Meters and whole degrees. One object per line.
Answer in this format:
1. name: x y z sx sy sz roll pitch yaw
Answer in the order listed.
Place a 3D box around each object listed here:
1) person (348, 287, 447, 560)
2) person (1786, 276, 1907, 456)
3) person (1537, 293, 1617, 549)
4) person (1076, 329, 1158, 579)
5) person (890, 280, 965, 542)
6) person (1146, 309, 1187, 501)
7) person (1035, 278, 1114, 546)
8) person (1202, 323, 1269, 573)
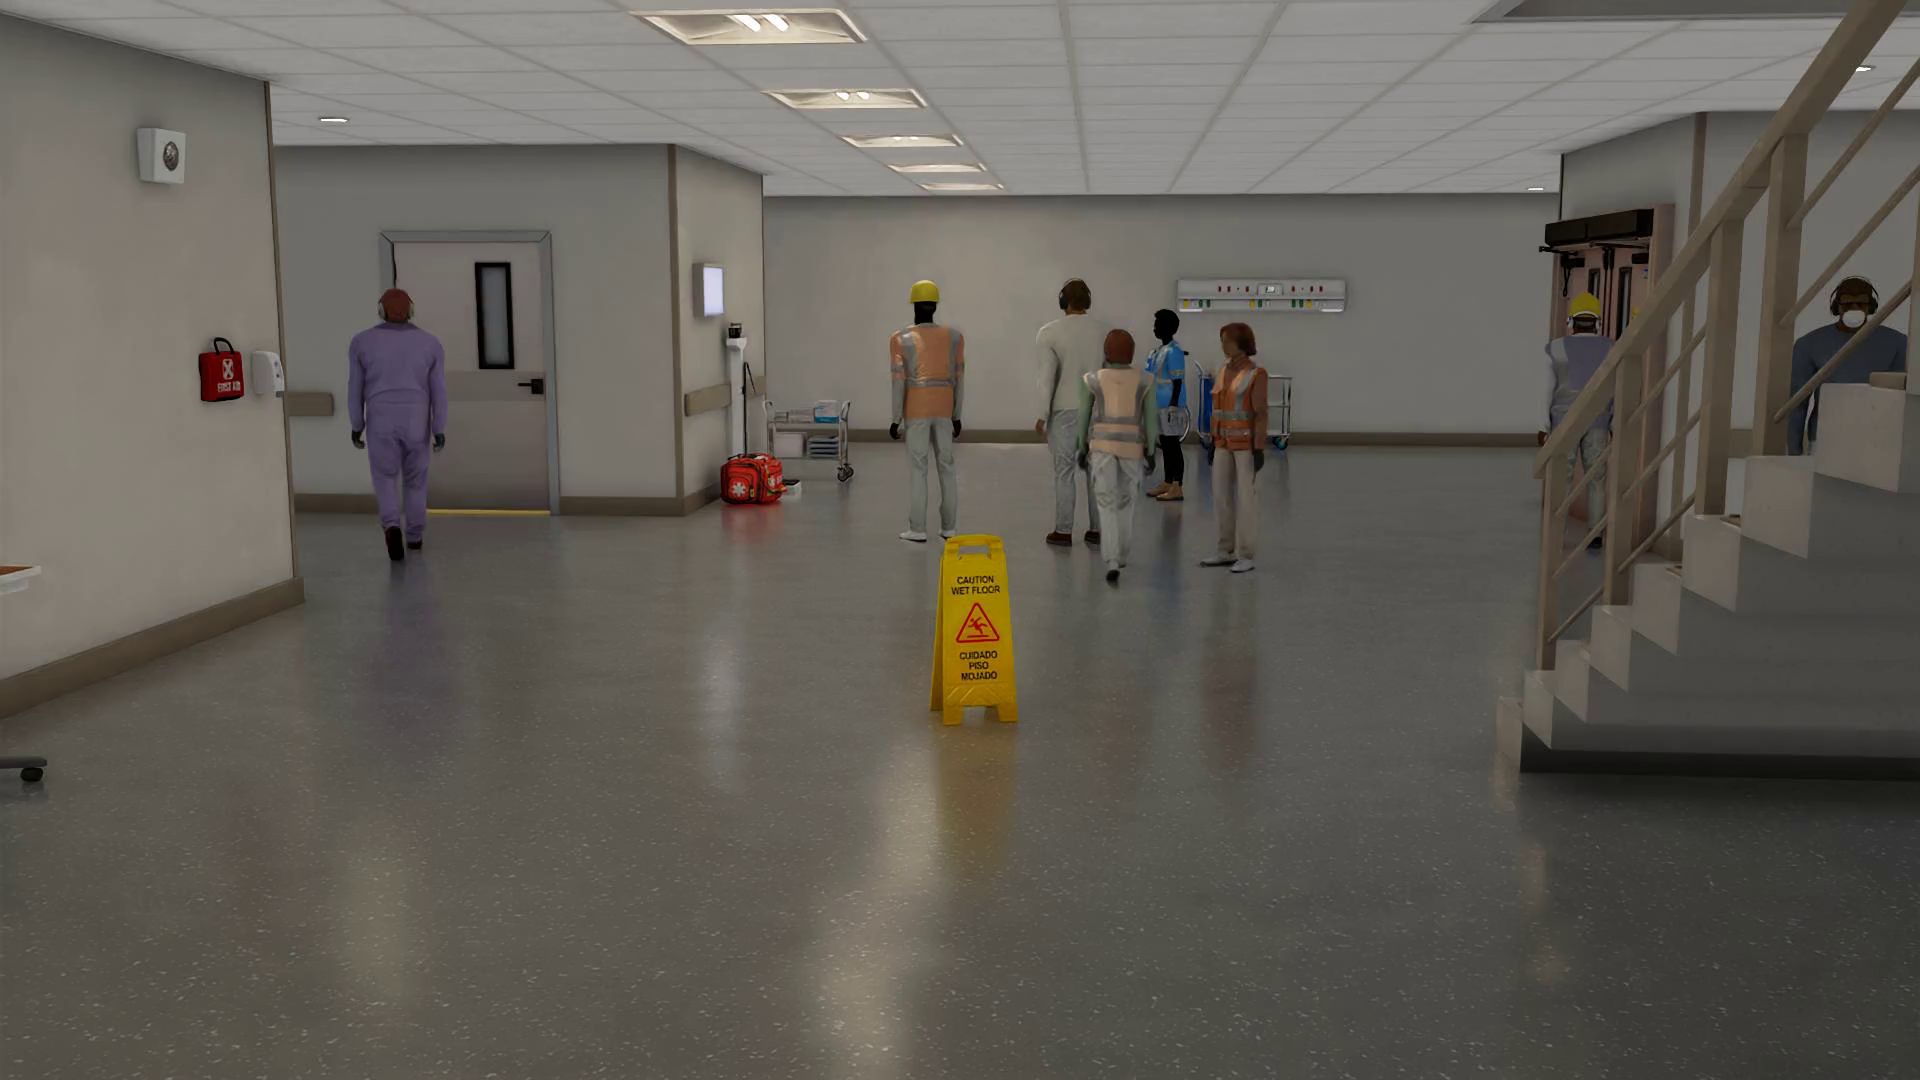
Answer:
1. person: -3.905 -0.815 11.579 0.653 1.881 0.880 -3 9 -22
2. person: 5.076 -0.541 9.541 0.636 1.928 0.384 3 9 18
3. person: 4.434 -0.845 11.909 0.591 1.833 0.403 1 8 8
4. person: 1.011 -0.561 10.778 0.526 1.595 0.862 0 8 3
5. person: -0.251 -0.946 12.276 0.589 1.928 0.385 -4 9 -24
6. person: 1.836 -1.193 14.735 0.318 1.695 0.539 -1 8 -8
7. person: 0.843 -0.920 12.066 0.635 1.936 0.354 -3 9 -20
8. person: 1.835 -0.604 10.962 0.314 1.634 0.546 -5 10 -32
